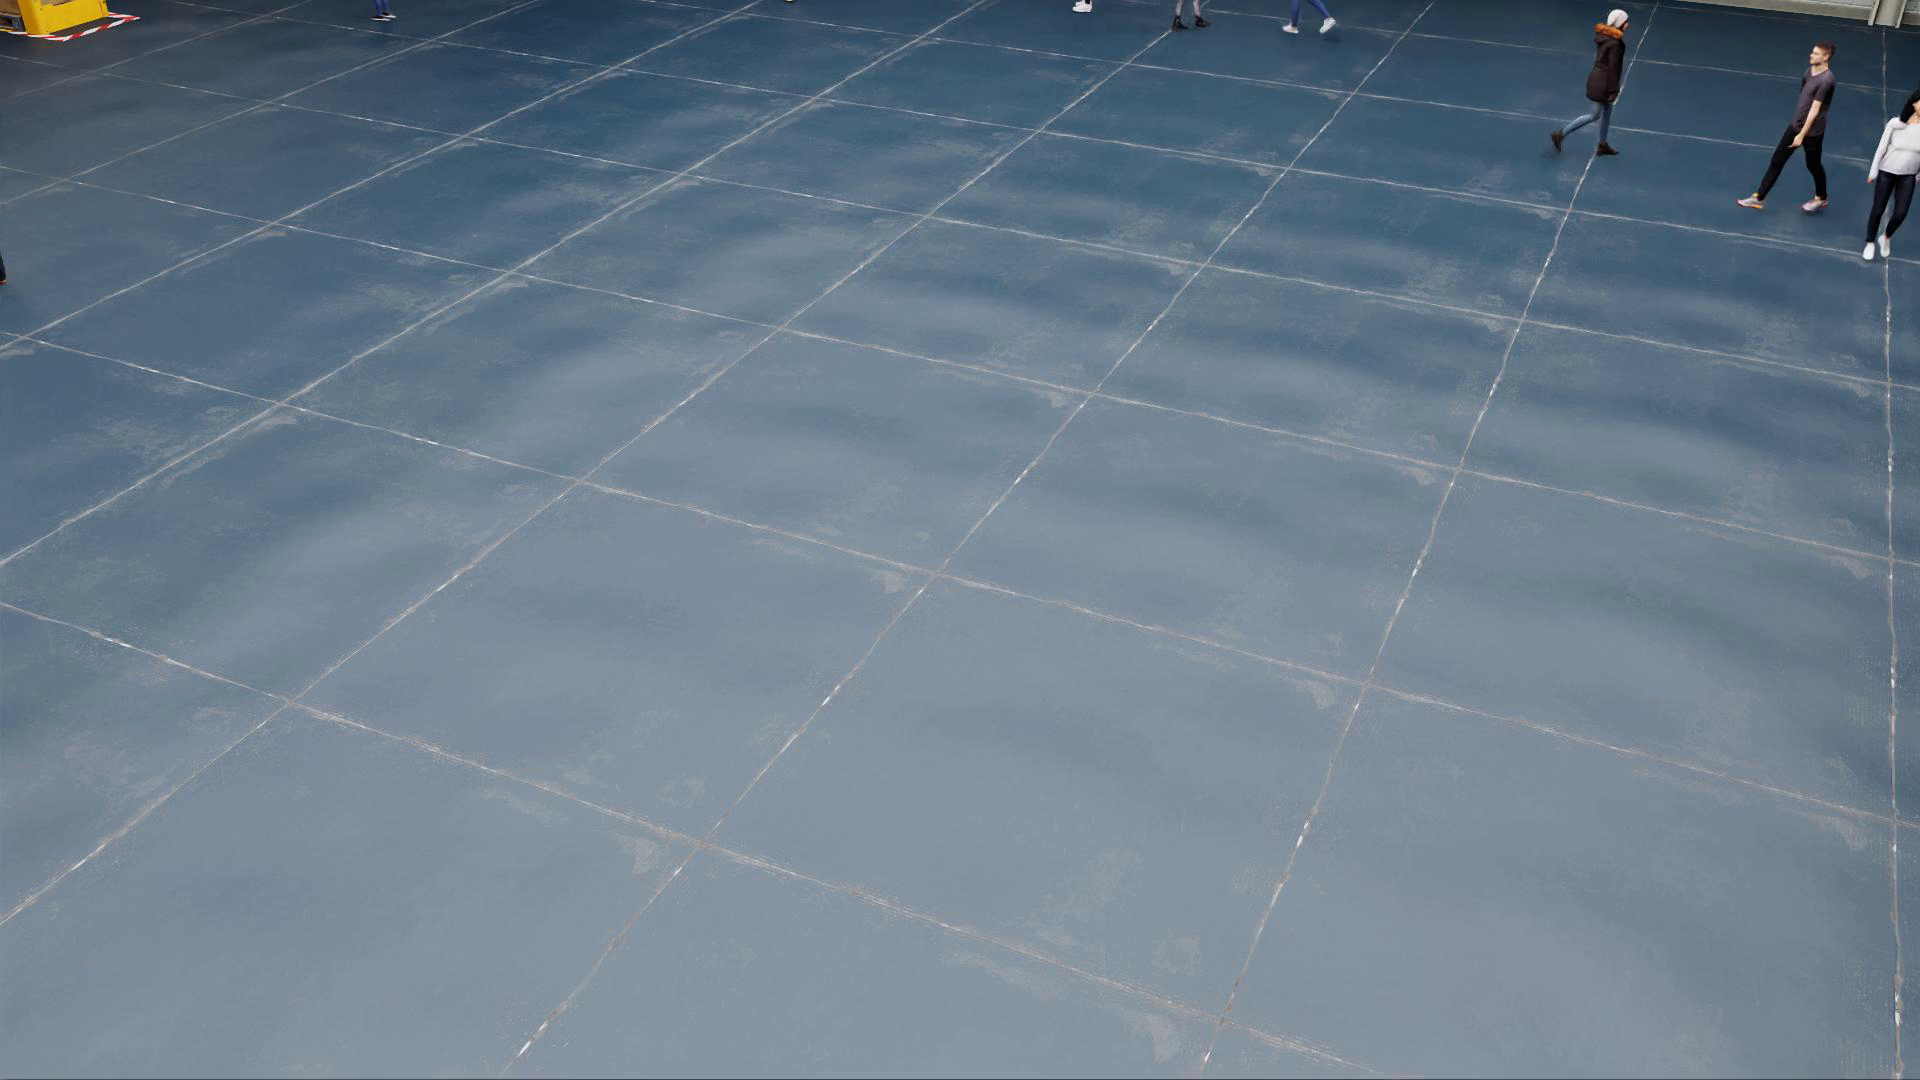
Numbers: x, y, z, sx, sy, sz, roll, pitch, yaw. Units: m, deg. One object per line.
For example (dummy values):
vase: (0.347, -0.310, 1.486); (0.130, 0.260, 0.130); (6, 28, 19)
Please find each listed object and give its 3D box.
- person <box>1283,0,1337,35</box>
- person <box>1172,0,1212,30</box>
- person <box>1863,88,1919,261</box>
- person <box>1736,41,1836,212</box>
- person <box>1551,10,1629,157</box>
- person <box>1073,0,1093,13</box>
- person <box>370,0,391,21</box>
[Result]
person: (4.767, -7.648, 22.409); (1.076, 1.712, 0.809); (22, 38, 31)
person: (3.079, -7.646, 22.836); (0.830, 1.253, 0.783); (-10, 34, -15)
person: (8.934, -3.510, 15.871); (0.533, 1.688, 0.680); (13, 35, 20)
person: (8.640, -4.126, 16.814); (1.250, 1.725, 1.047); (-3, 32, -4)
person: (6.986, -4.995, 18.302); (1.083, 1.607, 0.798); (5, 33, 8)
person: (1.797, -8.388, 23.554); (0.567, 1.742, 0.592); (10, 34, 15)
person: (-8.243, -7.899, 23.372); (0.513, 1.109, 0.487); (6, 33, 9)
